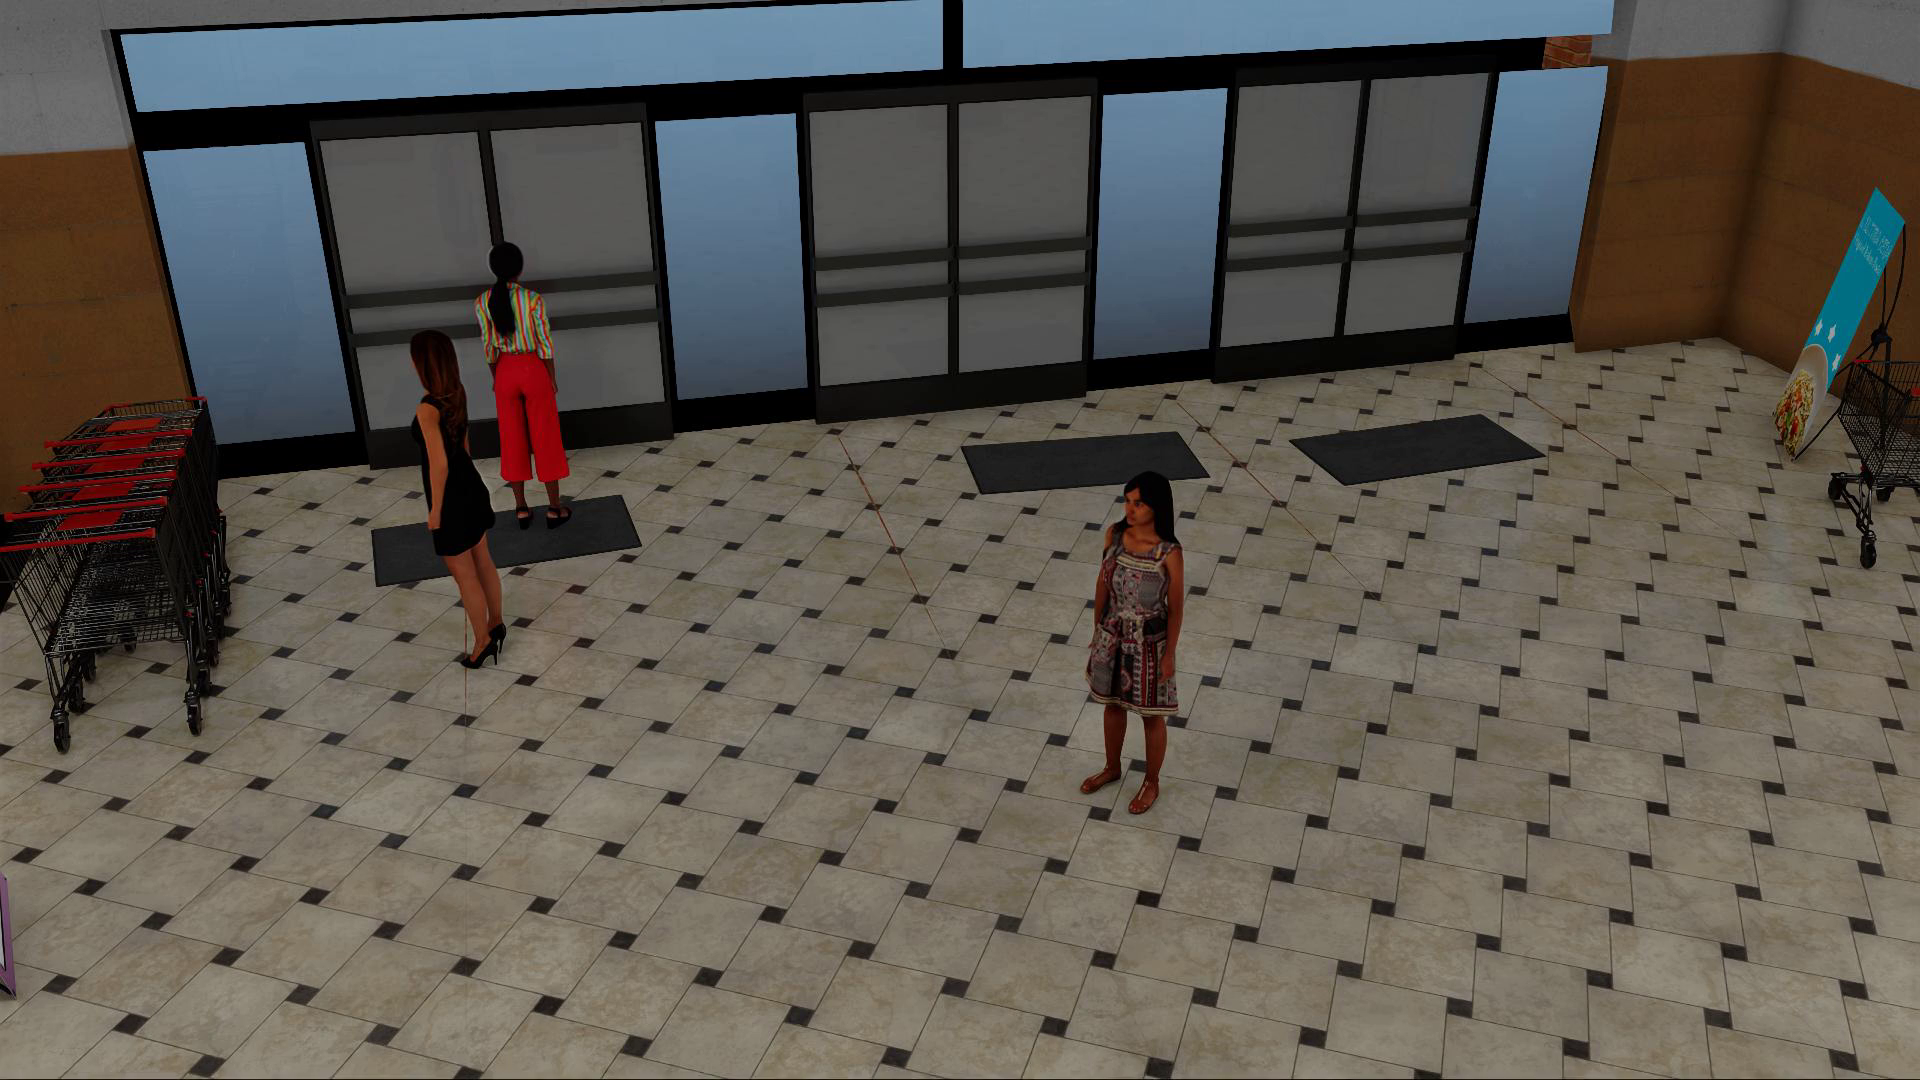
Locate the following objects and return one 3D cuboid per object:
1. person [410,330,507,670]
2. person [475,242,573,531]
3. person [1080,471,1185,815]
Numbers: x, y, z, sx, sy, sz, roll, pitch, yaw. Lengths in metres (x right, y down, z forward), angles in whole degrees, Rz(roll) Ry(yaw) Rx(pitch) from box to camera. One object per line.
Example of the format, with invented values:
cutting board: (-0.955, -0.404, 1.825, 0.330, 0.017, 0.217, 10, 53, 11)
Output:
person: (-2.559, -0.186, 8.447, 0.720, 1.834, 0.598, 4, 27, 8)
person: (-2.598, -0.901, 9.902, 0.649, 1.793, 0.619, 1, 27, 1)
person: (0.792, 0.444, 7.412, 0.675, 1.645, 0.784, 21, 34, 35)
